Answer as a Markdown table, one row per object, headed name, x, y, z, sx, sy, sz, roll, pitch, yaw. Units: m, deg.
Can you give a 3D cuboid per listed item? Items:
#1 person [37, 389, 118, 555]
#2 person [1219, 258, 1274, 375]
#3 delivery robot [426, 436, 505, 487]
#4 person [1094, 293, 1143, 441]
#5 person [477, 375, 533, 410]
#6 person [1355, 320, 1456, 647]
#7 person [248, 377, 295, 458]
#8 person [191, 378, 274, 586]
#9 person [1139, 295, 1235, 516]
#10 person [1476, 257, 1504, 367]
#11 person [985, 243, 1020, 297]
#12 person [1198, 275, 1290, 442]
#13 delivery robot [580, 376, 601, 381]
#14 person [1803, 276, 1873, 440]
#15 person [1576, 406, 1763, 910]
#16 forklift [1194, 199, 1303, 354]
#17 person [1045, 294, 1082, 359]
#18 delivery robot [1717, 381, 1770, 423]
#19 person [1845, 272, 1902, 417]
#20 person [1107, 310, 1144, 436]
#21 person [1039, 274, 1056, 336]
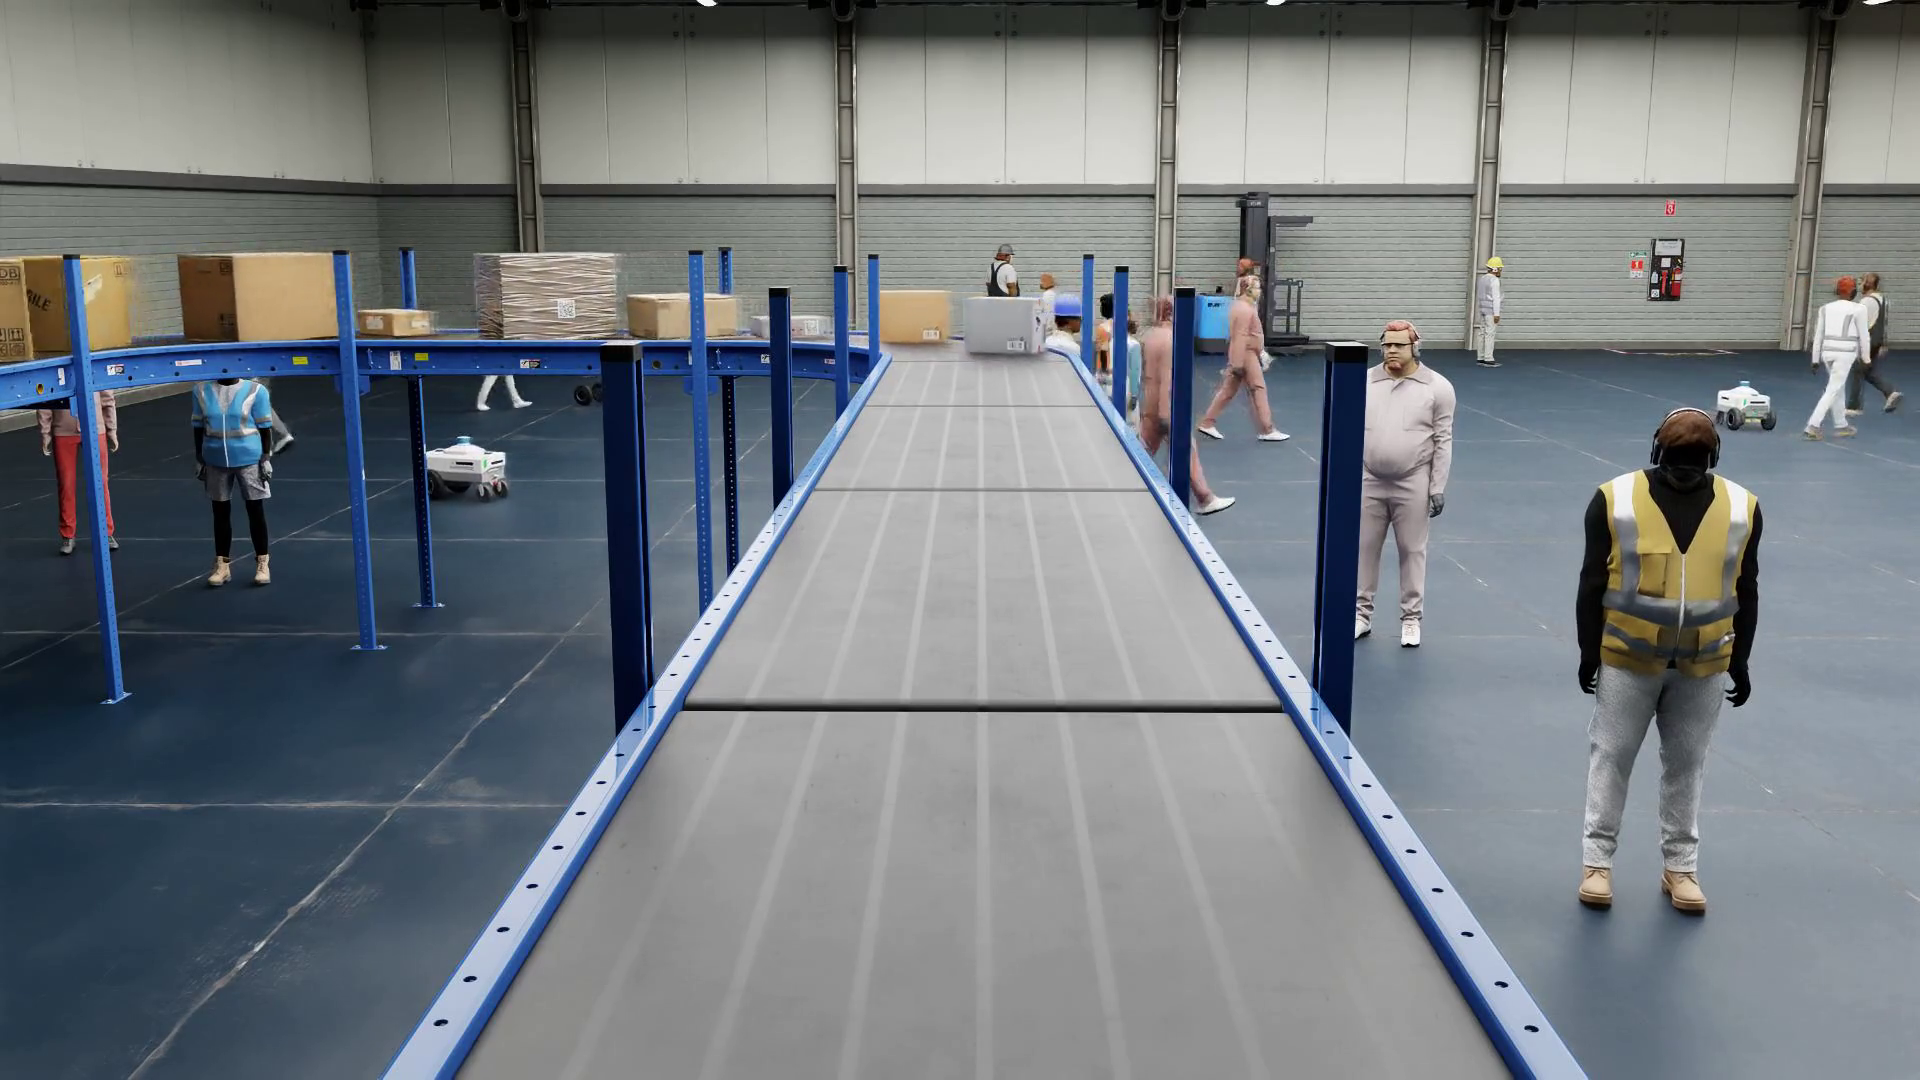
| name | x | y | z | sx | sy | sz | roll | pitch | yaw |
| --- | --- | --- | --- | --- | --- | --- | --- | --- | --- |
| person | -6.602 | -0.786 | 12.465 | 0.533 | 1.770 | 0.304 | -6 | 13 | -30 |
| person | 4.618 | -3.572 | 26.582 | 0.854 | 1.855 | 0.576 | -1 | 11 | -5 |
| delivery robot | -4.457 | -0.688 | 14.960 | 0.707 | 0.478 | 0.477 | 4 | 12 | 19 |
| person | 1.748 | -1.906 | 18.484 | 0.530 | 1.664 | 0.823 | -10 | 15 | -43 |
| person | -6.002 | -2.477 | 21.656 | 0.735 | 1.579 | 0.525 | -5 | 12 | -24 |
| person | 2.544 | -0.333 | 9.783 | 0.642 | 1.908 | 0.407 | 6 | 12 | 26 |
| person | -7.226 | -1.770 | 17.204 | 0.497 | 1.887 | 0.628 | -1 | 11 | -5 |
| person | -4.953 | -0.532 | 11.348 | 0.533 | 1.697 | 0.319 | -1 | 11 | -7 |
| person | 1.795 | -1.119 | 13.950 | 0.983 | 1.850 | 0.671 | -2 | 11 | -9 |
| person | 8.948 | -3.845 | 28.024 | 0.403 | 1.830 | 0.601 | -2 | 11 | -8 |
| person | 0.800 | -4.191 | 29.375 | 0.535 | 2.000 | 0.685 | -8 | 14 | -37 |
| person | 3.185 | -2.046 | 18.733 | 1.004 | 1.861 | 0.642 | 0 | 11 | 0 |
| delivery robot | -4.766 | -2.262 | 22.375 | 0.698 | 0.223 | 0.335 | 4 | 12 | 21 |
| person | 9.954 | -2.067 | 18.890 | 0.964 | 1.844 | 0.580 | -4 | 12 | -21 |
| person | 2.557 | 0.432 | 6.036 | 0.621 | 1.838 | 0.429 | 2 | 11 | 11 |
| forklift | 5.313 | -4.851 | 30.603 | 1.873 | 2.768 | 1.129 | 0 | 11 | 1 |
| person | 0.815 | -1.010 | 13.297 | 0.993 | 1.898 | 0.628 | -4 | 12 | -21 |
| delivery robot | 9.393 | -1.658 | 19.942 | 0.477 | 0.478 | 0.707 | 0 | 11 | -1 |
| person | 11.452 | -2.444 | 20.858 | 0.509 | 1.823 | 0.647 | -7 | 13 | -33 |
| person | 1.519 | -1.387 | 15.938 | 0.527 | 1.624 | 0.519 | -5 | 12 | -24 |
| person | 1.449 | -3.505 | 26.892 | 0.852 | 1.592 | 0.500 | 4 | 12 | 18 |
